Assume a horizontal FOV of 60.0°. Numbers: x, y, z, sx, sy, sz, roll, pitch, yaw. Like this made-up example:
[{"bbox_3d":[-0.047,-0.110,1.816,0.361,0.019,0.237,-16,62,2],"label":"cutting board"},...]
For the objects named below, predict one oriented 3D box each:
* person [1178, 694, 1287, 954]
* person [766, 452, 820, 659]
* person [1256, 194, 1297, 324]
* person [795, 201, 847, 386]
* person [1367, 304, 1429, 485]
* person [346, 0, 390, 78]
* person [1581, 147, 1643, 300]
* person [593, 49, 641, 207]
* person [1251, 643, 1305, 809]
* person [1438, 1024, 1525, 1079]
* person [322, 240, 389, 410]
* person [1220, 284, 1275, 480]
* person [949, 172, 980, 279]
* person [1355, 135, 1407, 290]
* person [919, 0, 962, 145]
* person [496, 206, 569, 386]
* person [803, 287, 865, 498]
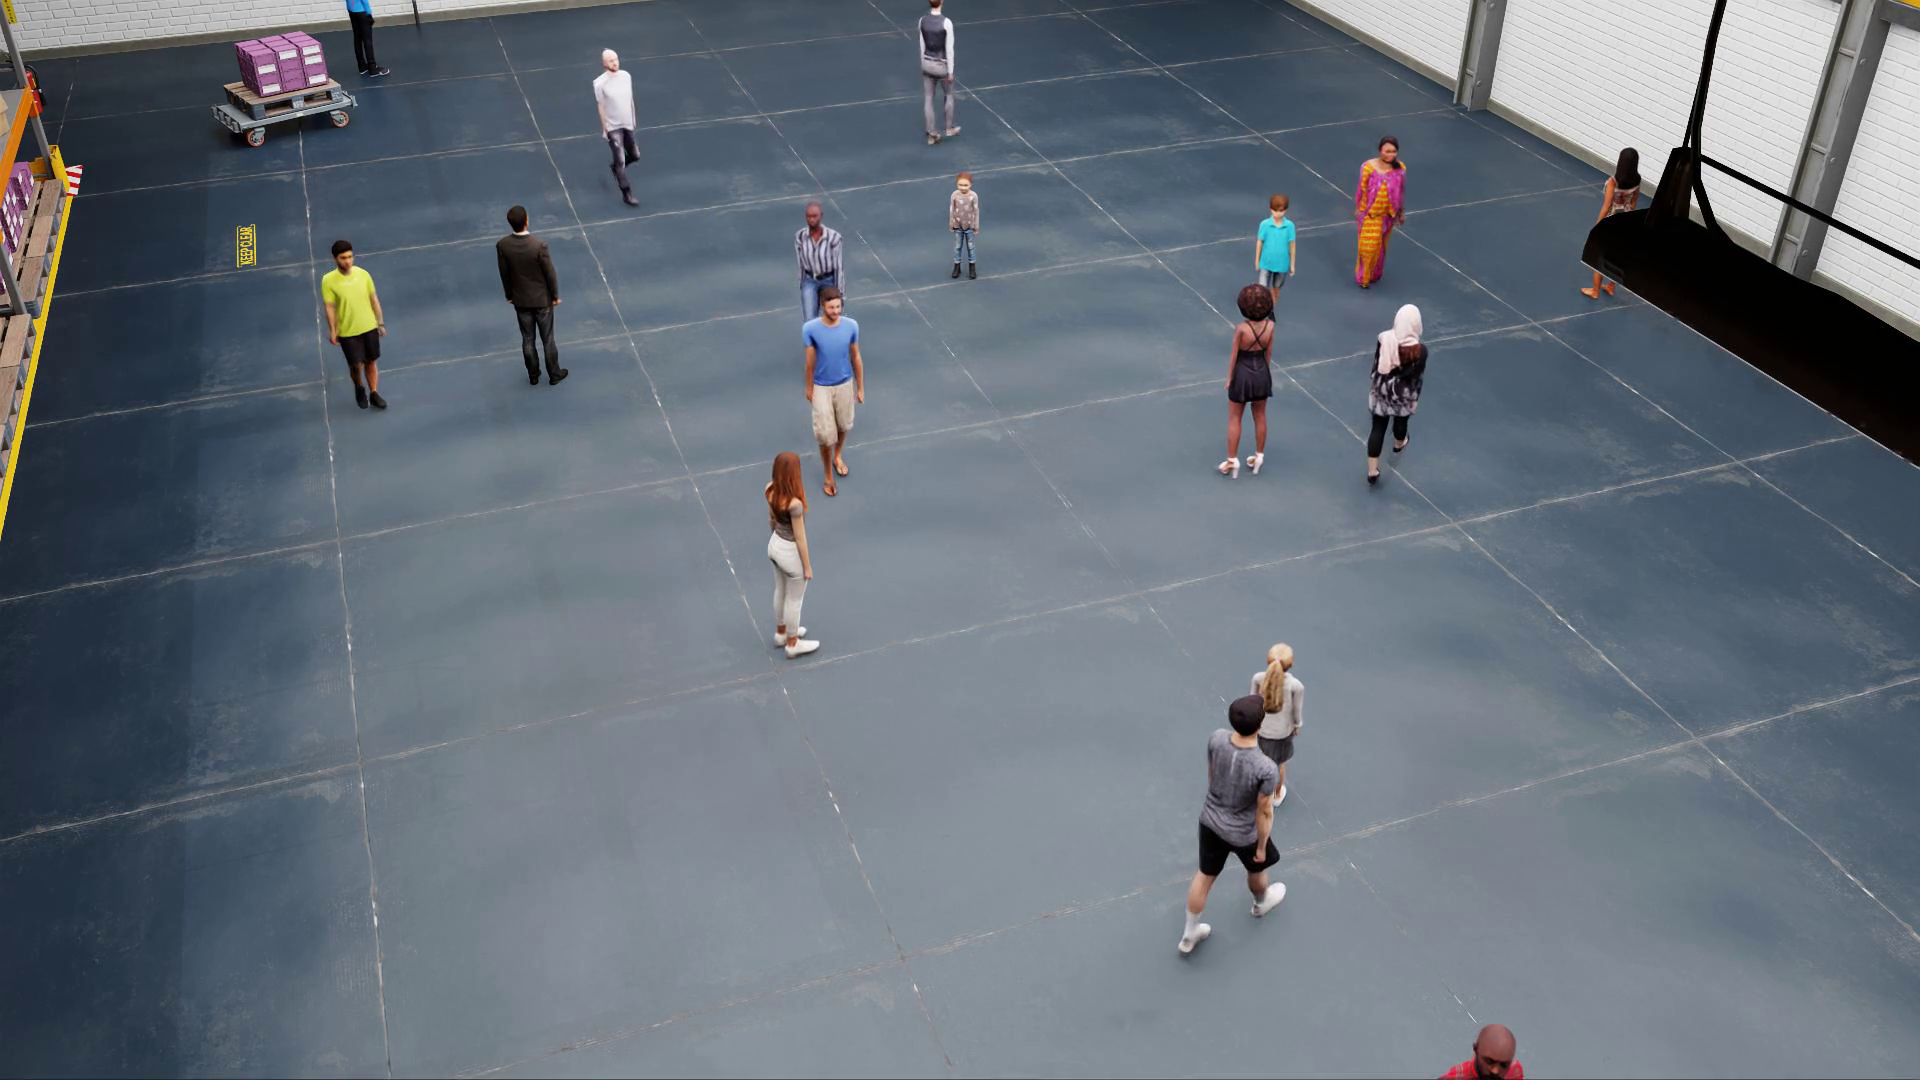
[{"bbox_3d":[1.538,1.699,9.750,1.031,1.837,1.131,-28,43,-36],"label":"person"},{"bbox_3d":[-1.275,0.112,12.246,0.707,1.716,0.569,-24,40,-31],"label":"person"},{"bbox_3d":[3.207,-2.862,16.986,0.750,1.422,0.945,1,34,2],"label":"person"},{"bbox_3d":[-1.318,-2.437,16.057,0.956,1.743,1.260,2,34,3],"label":"person"},{"bbox_3d":[3.719,-1.232,14.383,1.109,1.589,1.124,17,37,24],"label":"person"},{"bbox_3d":[-8.564,-7.517,23.653,0.660,1.794,0.758,23,40,30],"label":"person"},{"bbox_3d":[6.897,-3.338,17.501,0.646,1.645,0.514,-11,35,-15],"label":"person"},{"bbox_3d":[-4.091,-4.917,19.723,0.890,1.815,1.070,-27,42,-35],"label":"person"},{"bbox_3d":[2.069,1.217,10.982,0.610,1.276,0.670,14,36,20],"label":"person"},{"bbox_3d":[2.374,2.937,7.904,0.655,1.818,0.574,-10,35,-14],"label":"person"},{"bbox_3d":[-5.650,-2.017,15.462,0.751,1.703,0.762,-24,41,-32],"label":"person"},{"bbox_3d":[2.511,-1.367,14.412,0.545,1.782,0.551,-11,35,-16],"label":"person"},{"bbox_3d":[0.050,-3.435,18.056,0.542,1.193,0.569,5,34,7],"label":"person"},{"bbox_3d":[4.484,-3.556,17.823,0.738,1.651,0.836,-3,34,-5],"label":"person"},{"bbox_3d":[-0.339,-6.021,21.291,0.985,1.919,1.038,16,37,23],"label":"person"},{"bbox_3d":[-4.079,-2.328,15.838,0.749,1.804,0.697,2,34,3],"label":"person"},{"bbox_3d":[-1.128,-1.381,14.382,0.649,1.839,0.876,-10,35,-15],"label":"person"}]
